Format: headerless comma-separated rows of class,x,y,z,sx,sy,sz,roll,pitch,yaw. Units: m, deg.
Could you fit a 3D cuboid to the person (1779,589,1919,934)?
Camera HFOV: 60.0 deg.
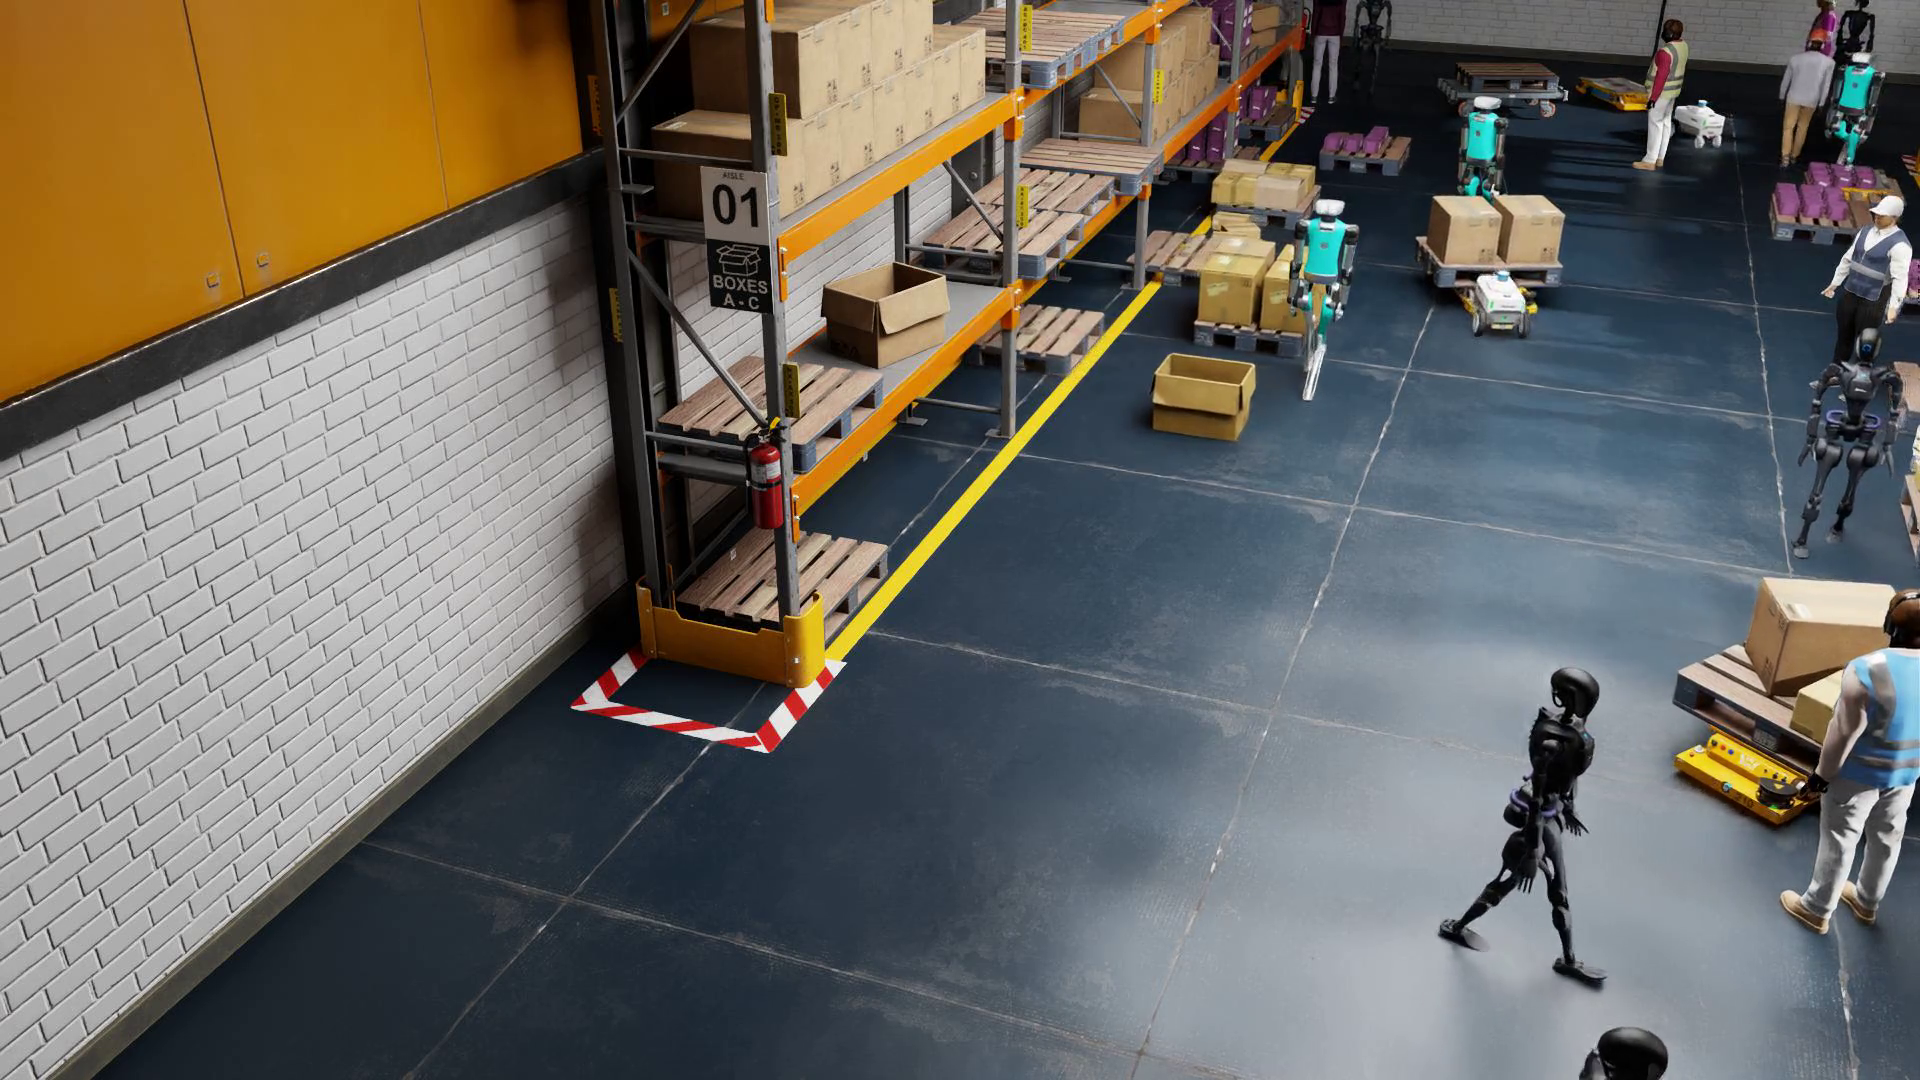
person,4.361,1.070,7.963,0.624,1.840,0.430,-5,28,-9

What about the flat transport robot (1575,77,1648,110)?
flat transport robot,9.738,-6.590,24.533,0.659,0.231,1.431,-4,28,-9

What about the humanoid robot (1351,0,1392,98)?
humanoid robot,6.120,-7.469,24.728,0.583,1.639,0.627,1,27,1

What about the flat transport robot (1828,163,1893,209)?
flat transport robot,10.745,-4.226,19.948,0.659,0.231,1.431,10,29,19

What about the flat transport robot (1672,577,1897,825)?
flat transport robot,4.820,1.166,9.489,1.431,0.231,0.659,-16,31,-28

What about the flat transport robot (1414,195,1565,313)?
flat transport robot,5.289,-2.606,16.806,0.659,0.231,1.431,0,27,0

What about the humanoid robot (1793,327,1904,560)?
humanoid robot,6.191,-0.673,11.554,0.600,1.644,0.607,13,30,24

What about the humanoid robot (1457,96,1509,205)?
humanoid robot,5.569,-3.751,17.523,0.694,1.882,0.547,-22,34,-35

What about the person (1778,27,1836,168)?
person,10.635,-5.569,20.981,0.559,1.728,0.766,10,29,19

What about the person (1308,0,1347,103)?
person,5.334,-7.341,24.160,0.489,1.949,0.424,6,28,11

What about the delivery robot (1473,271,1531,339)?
delivery robot,5.122,-2.239,15.788,0.499,0.601,0.783,2,27,4

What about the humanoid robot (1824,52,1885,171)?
humanoid robot,10.573,-4.900,19.680,0.532,1.787,0.864,23,35,38

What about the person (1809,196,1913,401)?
person,7.701,-2.066,14.129,0.422,1.759,0.749,-10,29,-18

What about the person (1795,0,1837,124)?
person,11.871,-6.722,23.088,0.324,1.843,0.601,7,28,13

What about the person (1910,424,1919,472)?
person,7.704,-1.331,12.711,0.574,1.749,0.333,6,28,11

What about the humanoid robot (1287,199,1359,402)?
humanoid robot,3.114,-2.139,14.370,0.539,1.780,1.033,7,28,14

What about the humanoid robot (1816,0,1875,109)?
humanoid robot,12.717,-6.981,23.793,0.693,1.647,0.584,-15,31,-27

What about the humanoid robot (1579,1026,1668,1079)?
humanoid robot,2.141,2.293,5.761,0.365,1.648,0.583,2,27,3

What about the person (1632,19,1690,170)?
person,8.801,-5.588,20.875,0.429,1.842,0.629,25,36,39

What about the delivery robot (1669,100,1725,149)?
delivery robot,9.874,-5.586,22.244,0.499,0.566,0.742,-6,28,-11

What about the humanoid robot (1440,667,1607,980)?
humanoid robot,2.721,1.316,7.711,0.786,1.621,0.601,19,33,32

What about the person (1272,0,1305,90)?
person,4.990,-7.764,25.032,0.407,1.908,0.903,-3,27,-6
